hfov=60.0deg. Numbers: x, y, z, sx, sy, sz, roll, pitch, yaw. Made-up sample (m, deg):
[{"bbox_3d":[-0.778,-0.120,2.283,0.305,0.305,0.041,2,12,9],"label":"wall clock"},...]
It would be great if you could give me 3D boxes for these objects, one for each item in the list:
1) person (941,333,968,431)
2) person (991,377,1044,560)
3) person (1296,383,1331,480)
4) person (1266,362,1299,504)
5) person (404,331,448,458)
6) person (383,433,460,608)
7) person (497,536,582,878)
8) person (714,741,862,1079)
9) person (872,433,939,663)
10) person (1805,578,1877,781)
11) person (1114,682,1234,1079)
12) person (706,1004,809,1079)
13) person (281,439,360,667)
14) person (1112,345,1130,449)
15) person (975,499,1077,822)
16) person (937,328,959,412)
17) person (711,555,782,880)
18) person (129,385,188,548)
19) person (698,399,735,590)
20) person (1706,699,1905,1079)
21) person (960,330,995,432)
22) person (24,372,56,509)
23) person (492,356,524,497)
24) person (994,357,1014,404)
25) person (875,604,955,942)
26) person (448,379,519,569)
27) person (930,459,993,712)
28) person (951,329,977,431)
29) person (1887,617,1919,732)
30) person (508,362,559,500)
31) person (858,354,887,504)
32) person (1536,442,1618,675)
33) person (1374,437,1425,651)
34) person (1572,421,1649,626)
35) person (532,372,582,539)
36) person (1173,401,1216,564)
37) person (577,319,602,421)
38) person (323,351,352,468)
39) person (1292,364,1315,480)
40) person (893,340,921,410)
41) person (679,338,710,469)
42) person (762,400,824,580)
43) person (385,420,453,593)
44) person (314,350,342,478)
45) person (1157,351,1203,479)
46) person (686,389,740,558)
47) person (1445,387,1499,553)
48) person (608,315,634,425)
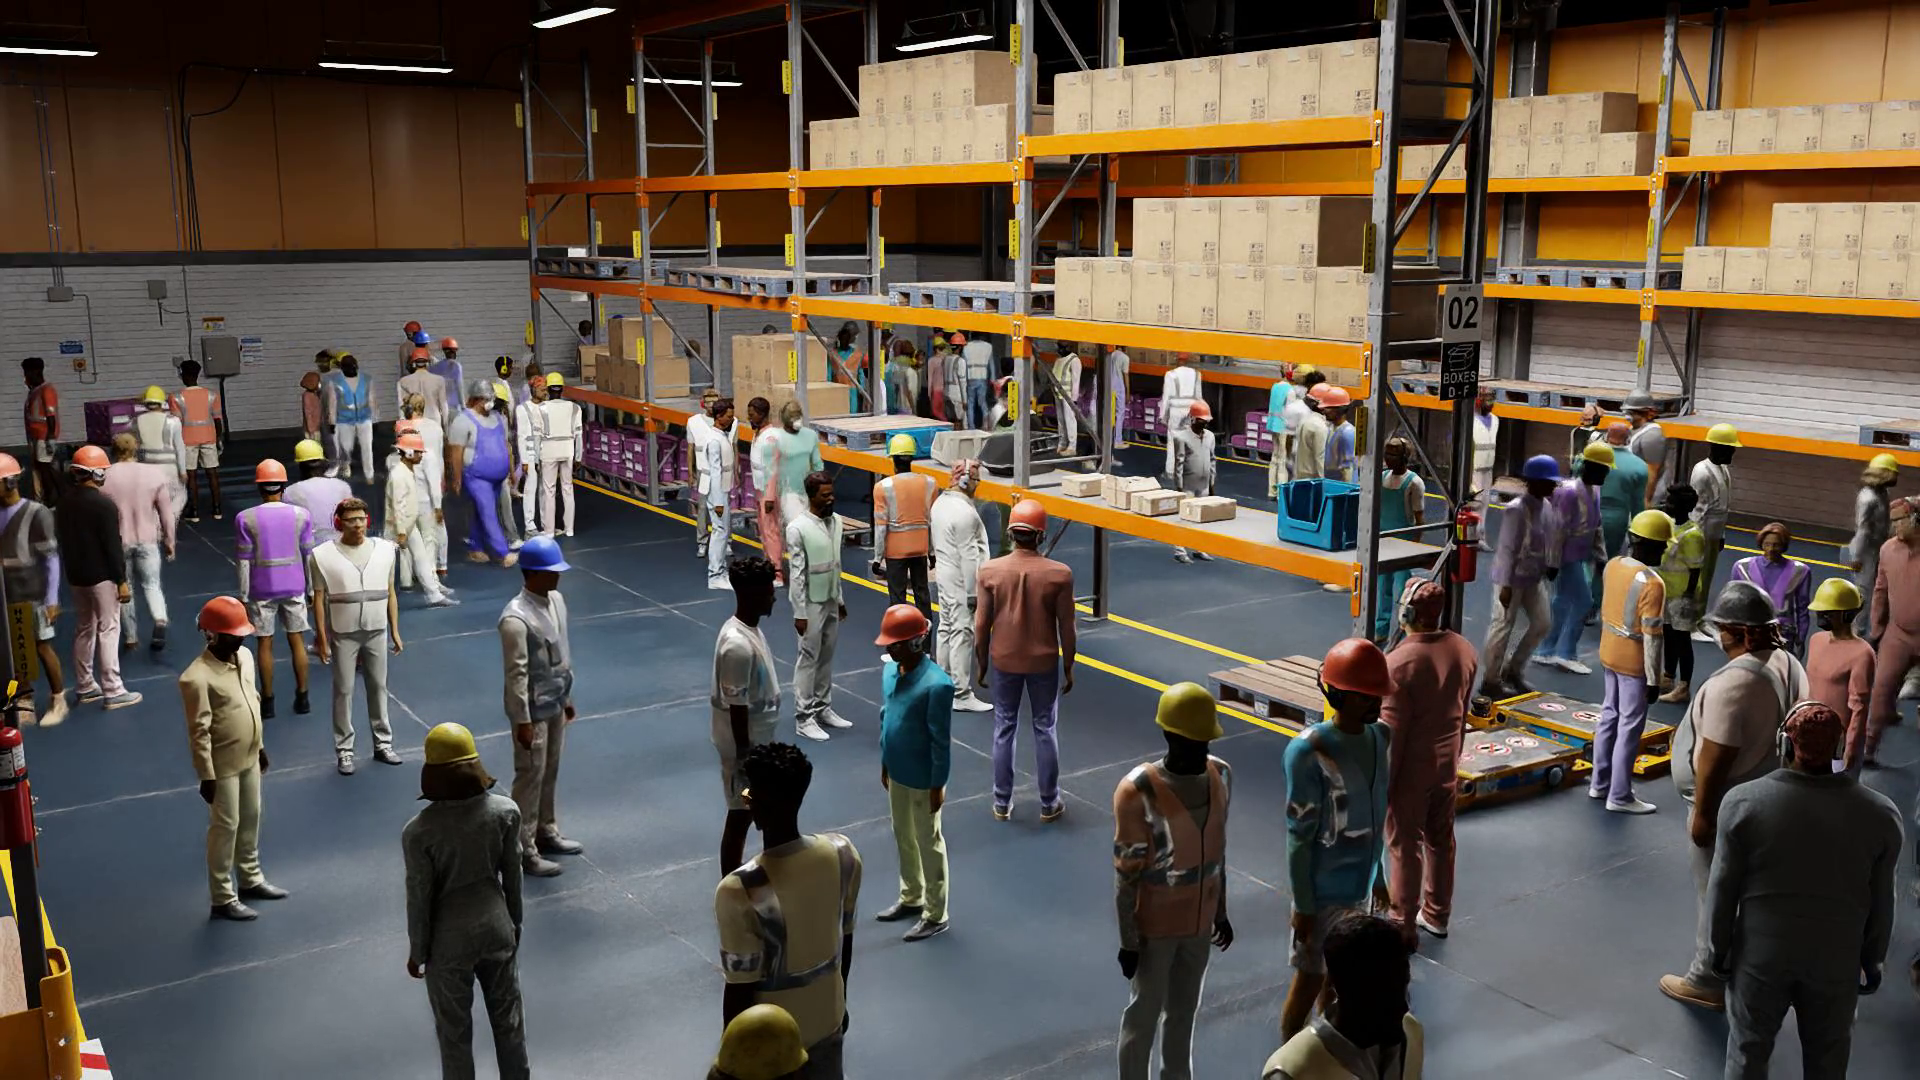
[{"bbox_3d":[-0.047,-2.169,25.246,0.388,1.930,0.544,-7,13,-32],"label":"person"},{"bbox_3d":[0.538,-0.683,17.348,0.537,2.000,0.682,-7,13,-33],"label":"person"},{"bbox_3d":[3.681,-0.632,17.232,0.408,1.986,0.615,-1,11,-3],"label":"person"},{"bbox_3d":[4.155,-1.380,21.418,0.373,1.843,0.572,-3,11,-14],"label":"person"},{"bbox_3d":[-8.161,-2.205,25.368,0.605,1.951,0.381,4,12,20],"label":"person"},{"bbox_3d":[-5.248,-0.153,15.553,0.937,1.690,0.619,-1,11,-5],"label":"person"},{"bbox_3d":[-2.359,0.927,9.377,0.418,1.941,0.611,2,11,10],"label":"person"},{"bbox_3d":[-0.597,1.635,5.677,0.367,1.966,0.605,9,14,39],"label":"person"},{"bbox_3d":[-0.454,0.081,13.726,0.586,1.928,0.369,-6,12,-26],"label":"person"},{"bbox_3d":[4.748,1.073,9.097,0.331,1.760,0.515,-1,11,-7],"label":"person"},{"bbox_3d":[0.860,1.484,6.550,0.591,1.926,0.387,-8,14,-36],"label":"person"},{"bbox_3d":[-0.523,2.023,4.300,0.490,1.732,0.324,6,13,28],"label":"person"},{"bbox_3d":[-5.231,0.113,13.714,0.976,1.883,0.598,9,14,39],"label":"person"},{"bbox_3d":[2.517,-2.359,26.464,0.355,1.836,0.513,-8,14,-35],"label":"person"},{"bbox_3d":[0.404,0.738,10.191,0.623,1.992,0.397,2,11,8],"label":"person"},{"bbox_3d":[-0.227,-2.746,28.240,0.414,1.916,0.589,0,11,1],"label":"person"},{"bbox_3d":[-1.117,1.041,8.754,0.374,1.959,0.609,0,11,-2],"label":"person"},{"bbox_3d":[-8.910,-0.814,18.561,0.610,1.822,0.407,0,11,2],"label":"person"},{"bbox_3d":[-2.393,-0.456,16.536,0.402,1.908,0.598,-1,11,-3],"label":"person"},{"bbox_3d":[3.186,1.539,6.351,0.642,1.900,0.401,4,12,20],"label":"person"},{"bbox_3d":[0.306,-2.705,28.101,0.646,1.887,0.703,-3,11,-15],"label":"person"},{"bbox_3d":[-11.624,-1.265,21.062,0.342,1.751,0.563,-5,12,-24],"label":"person"},{"bbox_3d":[-5.981,-1.490,21.916,0.329,1.872,0.507,-6,13,-30],"label":"person"},{"bbox_3d":[0.679,-1.769,23.786,0.542,1.695,0.316,-9,14,-39],"label":"person"},{"bbox_3d":[-0.261,1.181,8.587,0.352,1.738,0.573,-8,14,-35],"label":"person"},{"bbox_3d":[-4.930,-0.719,17.530,0.989,2.000,0.707,5,12,26],"label":"person"},{"bbox_3d":[0.023,0.334,12.505,0.406,1.903,0.636,-4,12,-20],"label":"person"},{"bbox_3d":[0.048,-2.738,28.378,0.429,1.843,0.630,-10,15,-43],"label":"person"},{"bbox_3d":[6.981,0.547,11.986,0.337,1.683,0.537,-8,14,-36],"label":"person"},{"bbox_3d":[-5.566,-1.388,21.546,0.530,1.819,0.787,5,12,24],"label":"person"},{"bbox_3d":[-1.123,-1.433,21.467,0.376,1.932,0.543,1,11,6],"label":"person"},{"bbox_3d":[5.037,0.141,13.524,0.636,1.882,0.621,7,13,33],"label":"person"},{"bbox_3d":[3.693,0.041,14.144,0.333,1.844,0.515,-7,13,-32],"label":"person"},{"bbox_3d":[5.769,-0.126,14.916,0.694,1.874,0.551,4,12,21],"label":"person"},{"bbox_3d":[-4.641,-0.970,19.161,0.590,1.911,0.397,-8,14,-35],"label":"person"},{"bbox_3d":[2.523,-0.616,17.762,0.566,1.744,0.350,-7,13,-33],"label":"person"},{"bbox_3d":[-6.342,-2.803,28.479,0.373,1.934,0.626,4,12,19],"label":"person"},{"bbox_3d":[-9.097,-1.910,24.390,0.488,1.731,0.554,-5,12,-22],"label":"person"},{"bbox_3d":[4.706,-1.598,22.860,0.516,1.711,0.550,-7,13,-32],"label":"person"},{"bbox_3d":[-0.912,-2.606,28.358,0.510,1.588,0.836,1,11,5],"label":"person"},{"bbox_3d":[-3.857,-1.958,24.178,0.644,1.929,0.459,-7,13,-30],"label":"person"},{"bbox_3d":[-1.705,-0.467,16.628,0.999,1.899,0.632,10,15,41],"label":"person"},{"bbox_3d":[-5.306,-0.320,16.349,0.663,1.711,0.326,4,12,20],"label":"person"},{"bbox_3d":[-8.928,-1.798,23.624,0.525,1.818,0.593,1,11,6],"label":"person"},{"bbox_3d":[3.119,-1.766,23.358,0.684,1.870,0.591,-5,12,-23],"label":"person"},{"bbox_3d":[-2.680,-0.731,18.090,0.569,1.844,0.377,-3,11,-14],"label":"person"},{"bbox_3d":[5.697,-0.780,18.373,0.588,1.831,0.524,-8,13,-34],"label":"person"},{"bbox_3d":[-6.061,-3.025,29.563,0.384,1.951,0.605,-4,12,-22],"label":"person"}]
